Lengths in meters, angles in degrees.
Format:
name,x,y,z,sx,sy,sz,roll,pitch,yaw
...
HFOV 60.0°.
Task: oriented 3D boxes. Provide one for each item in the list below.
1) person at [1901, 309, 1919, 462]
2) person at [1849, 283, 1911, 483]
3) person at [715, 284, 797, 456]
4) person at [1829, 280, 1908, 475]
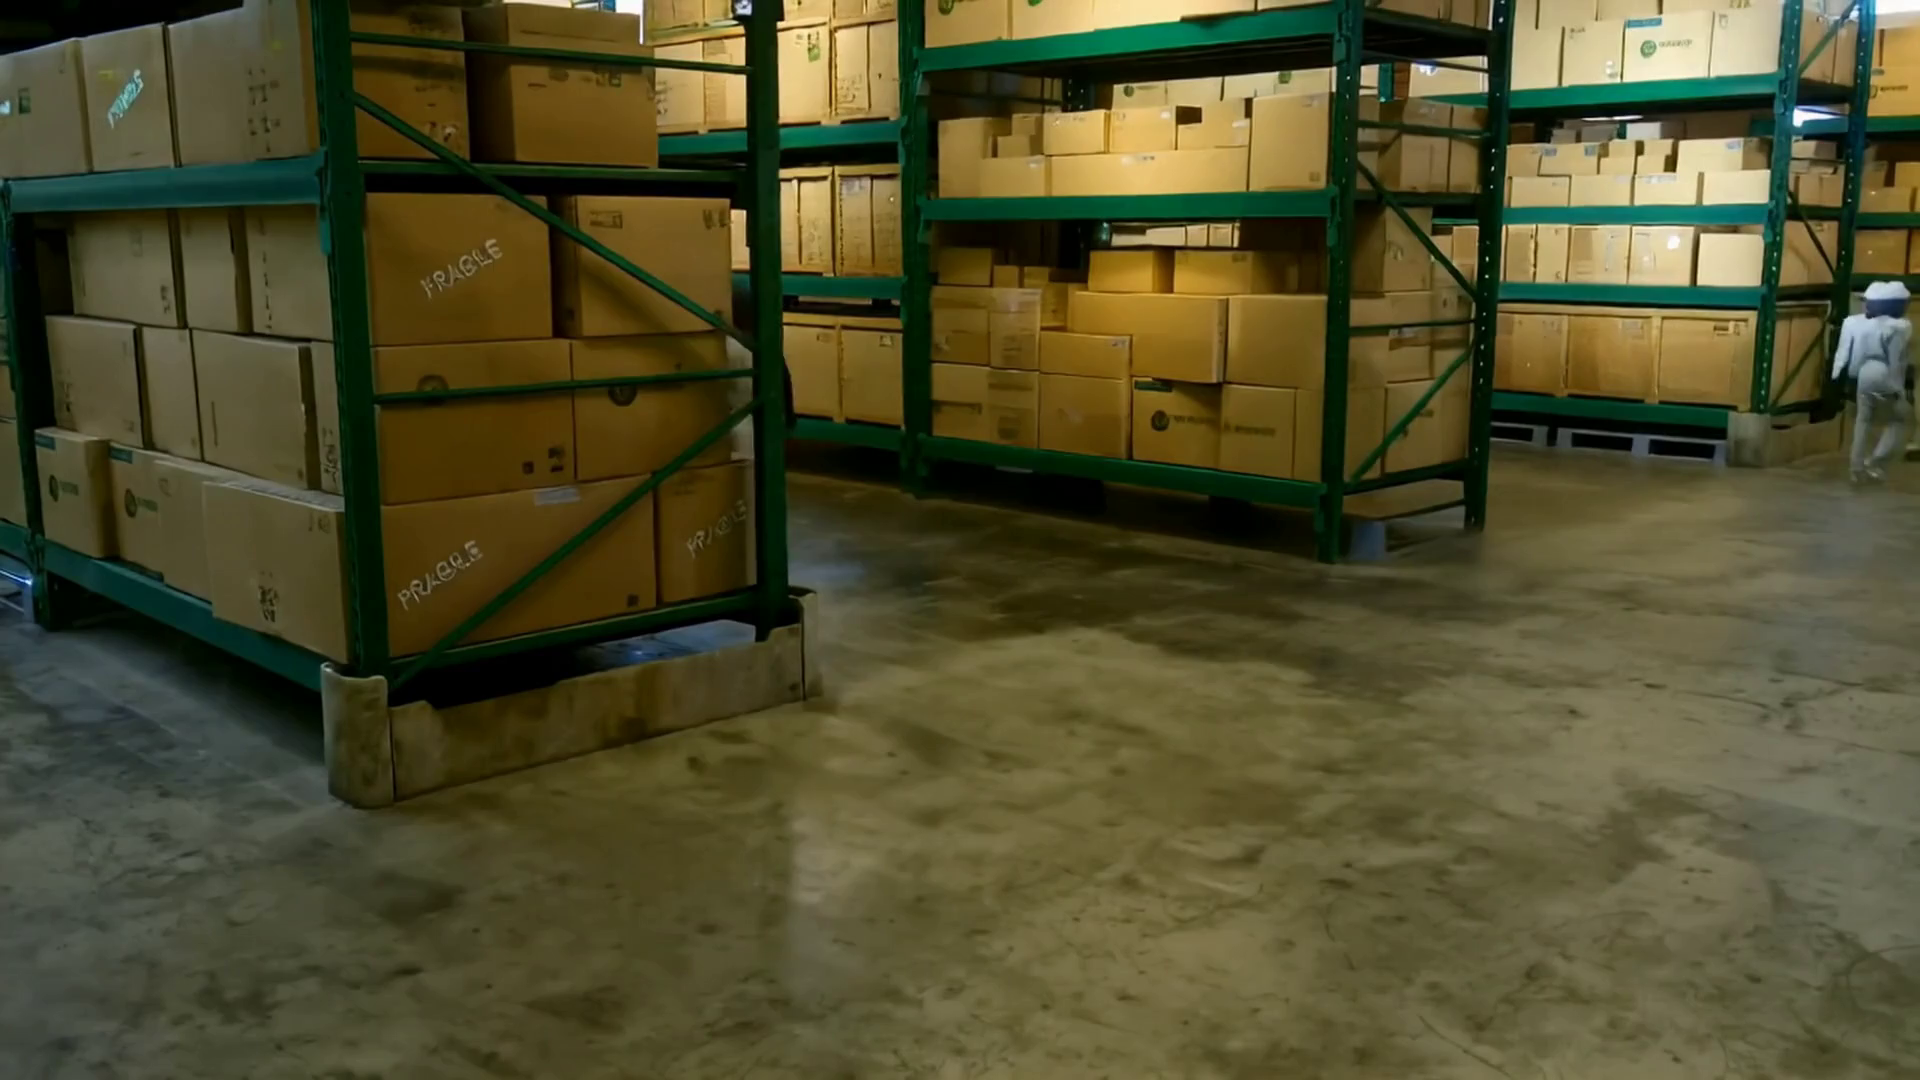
name,x,y,z,sx,sy,sz,roll,pitch,yaw
person,9.351,-1.647,15.804,0.851,1.803,0.586,-8,13,-38
person,7.924,-1.340,14.307,0.449,1.727,0.498,-3,11,-18
person,-1.549,-0.932,11.910,0.633,1.802,0.957,-9,14,-41
person,8.080,-1.438,14.836,0.547,1.735,0.806,9,14,42
